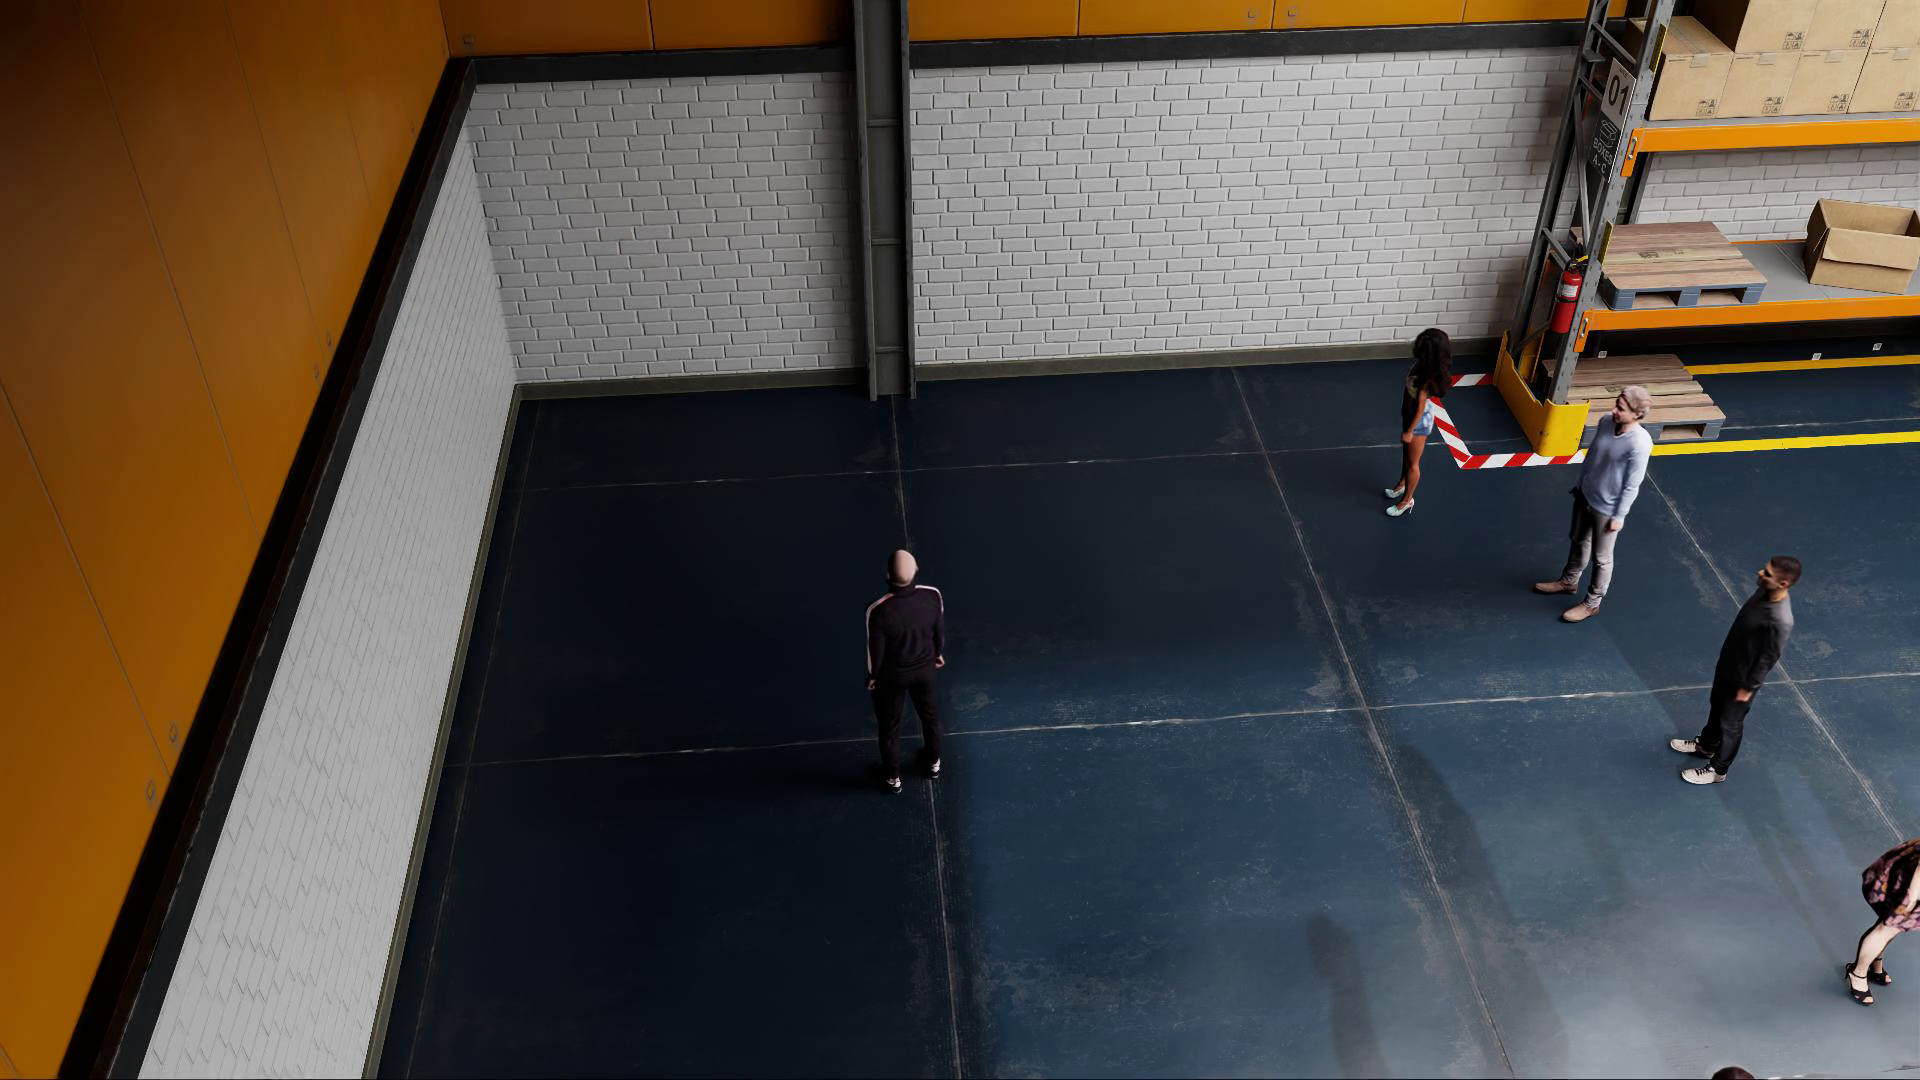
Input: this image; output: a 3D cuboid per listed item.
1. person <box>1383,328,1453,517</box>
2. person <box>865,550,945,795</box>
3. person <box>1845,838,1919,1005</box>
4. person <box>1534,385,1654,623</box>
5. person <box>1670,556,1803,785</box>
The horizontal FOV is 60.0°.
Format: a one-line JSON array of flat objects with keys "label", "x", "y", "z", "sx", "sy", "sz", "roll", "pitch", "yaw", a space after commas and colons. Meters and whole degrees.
[{"label": "person", "x": 3.435, "y": -0.892, "z": 12.538, "sx": 0.628, "sy": 1.623, "sz": 0.615, "roll": 6, "pitch": 39, "yaw": 8}, {"label": "person", "x": -0.335, "y": 0.812, "z": 10.234, "sx": 0.652, "sy": 1.836, "sz": 0.816, "roll": -17, "pitch": 42, "yaw": -20}, {"label": "person", "x": 5.196, "y": 1.843, "z": 8.991, "sx": 0.776, "sy": 1.774, "sz": 0.856, "roll": -25, "pitch": 45, "yaw": -28}, {"label": "person", "x": 4.466, "y": -0.274, "z": 11.547, "sx": 0.639, "sy": 1.893, "sz": 0.709, "roll": -10, "pitch": 40, "yaw": -13}, {"label": "person", "x": 4.861, "y": 0.791, "z": 10.320, "sx": 0.606, "sy": 1.761, "sz": 0.660, "roll": 4, "pitch": 39, "yaw": 5}]
